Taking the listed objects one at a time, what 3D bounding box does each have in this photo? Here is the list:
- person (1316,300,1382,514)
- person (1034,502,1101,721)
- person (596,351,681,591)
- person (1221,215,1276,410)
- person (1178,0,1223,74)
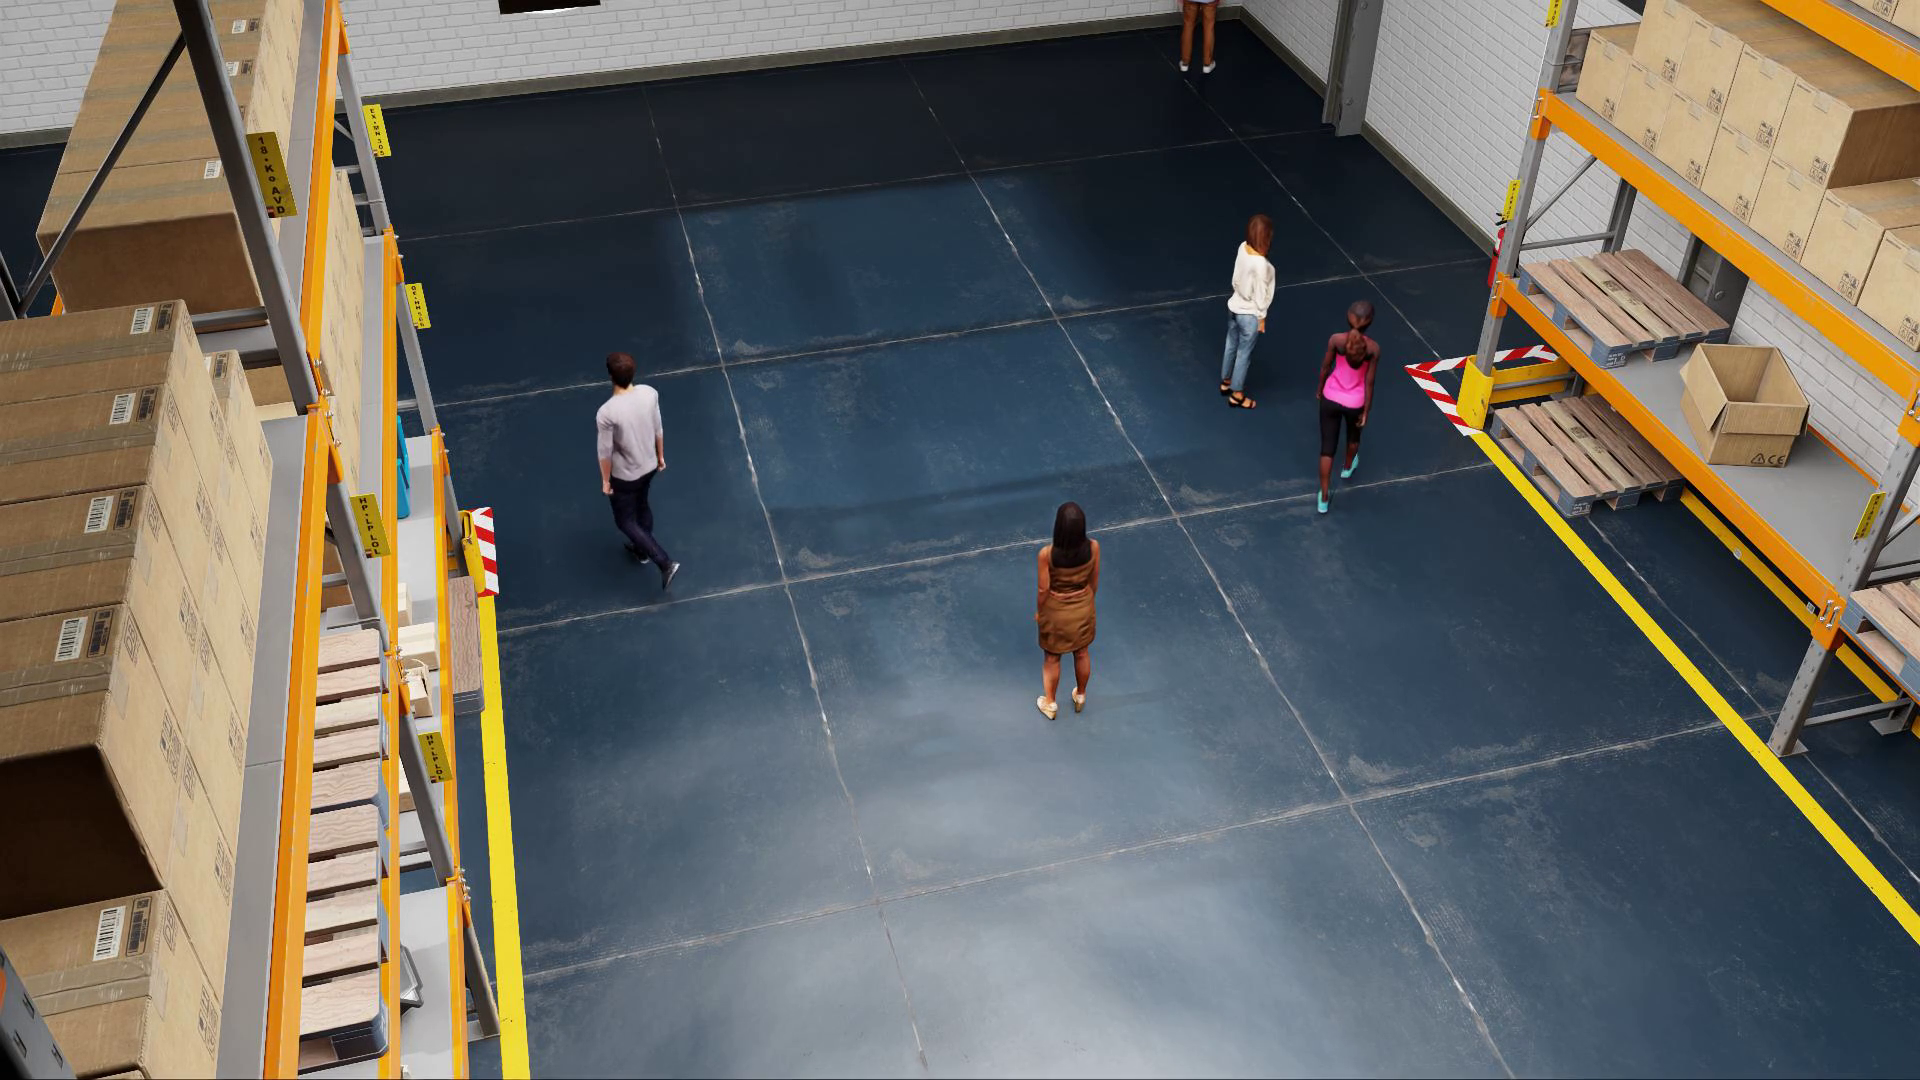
[{"bbox_3d":[2.796,-0.943,12.206,0.887,1.695,1.033,11,40,13],"label":"person"},{"bbox_3d":[0.672,0.451,10.463,0.564,1.690,0.513,-12,40,-14],"label":"person"},{"bbox_3d":[-2.216,-0.461,11.500,1.124,1.821,0.992,30,47,32],"label":"person"},{"bbox_3d":[2.298,-1.844,13.345,0.676,1.680,0.464,-9,39,-11],"label":"person"},{"bbox_3d":[2.707,-6.161,18.635,0.765,1.824,0.731,7,39,9],"label":"person"}]
